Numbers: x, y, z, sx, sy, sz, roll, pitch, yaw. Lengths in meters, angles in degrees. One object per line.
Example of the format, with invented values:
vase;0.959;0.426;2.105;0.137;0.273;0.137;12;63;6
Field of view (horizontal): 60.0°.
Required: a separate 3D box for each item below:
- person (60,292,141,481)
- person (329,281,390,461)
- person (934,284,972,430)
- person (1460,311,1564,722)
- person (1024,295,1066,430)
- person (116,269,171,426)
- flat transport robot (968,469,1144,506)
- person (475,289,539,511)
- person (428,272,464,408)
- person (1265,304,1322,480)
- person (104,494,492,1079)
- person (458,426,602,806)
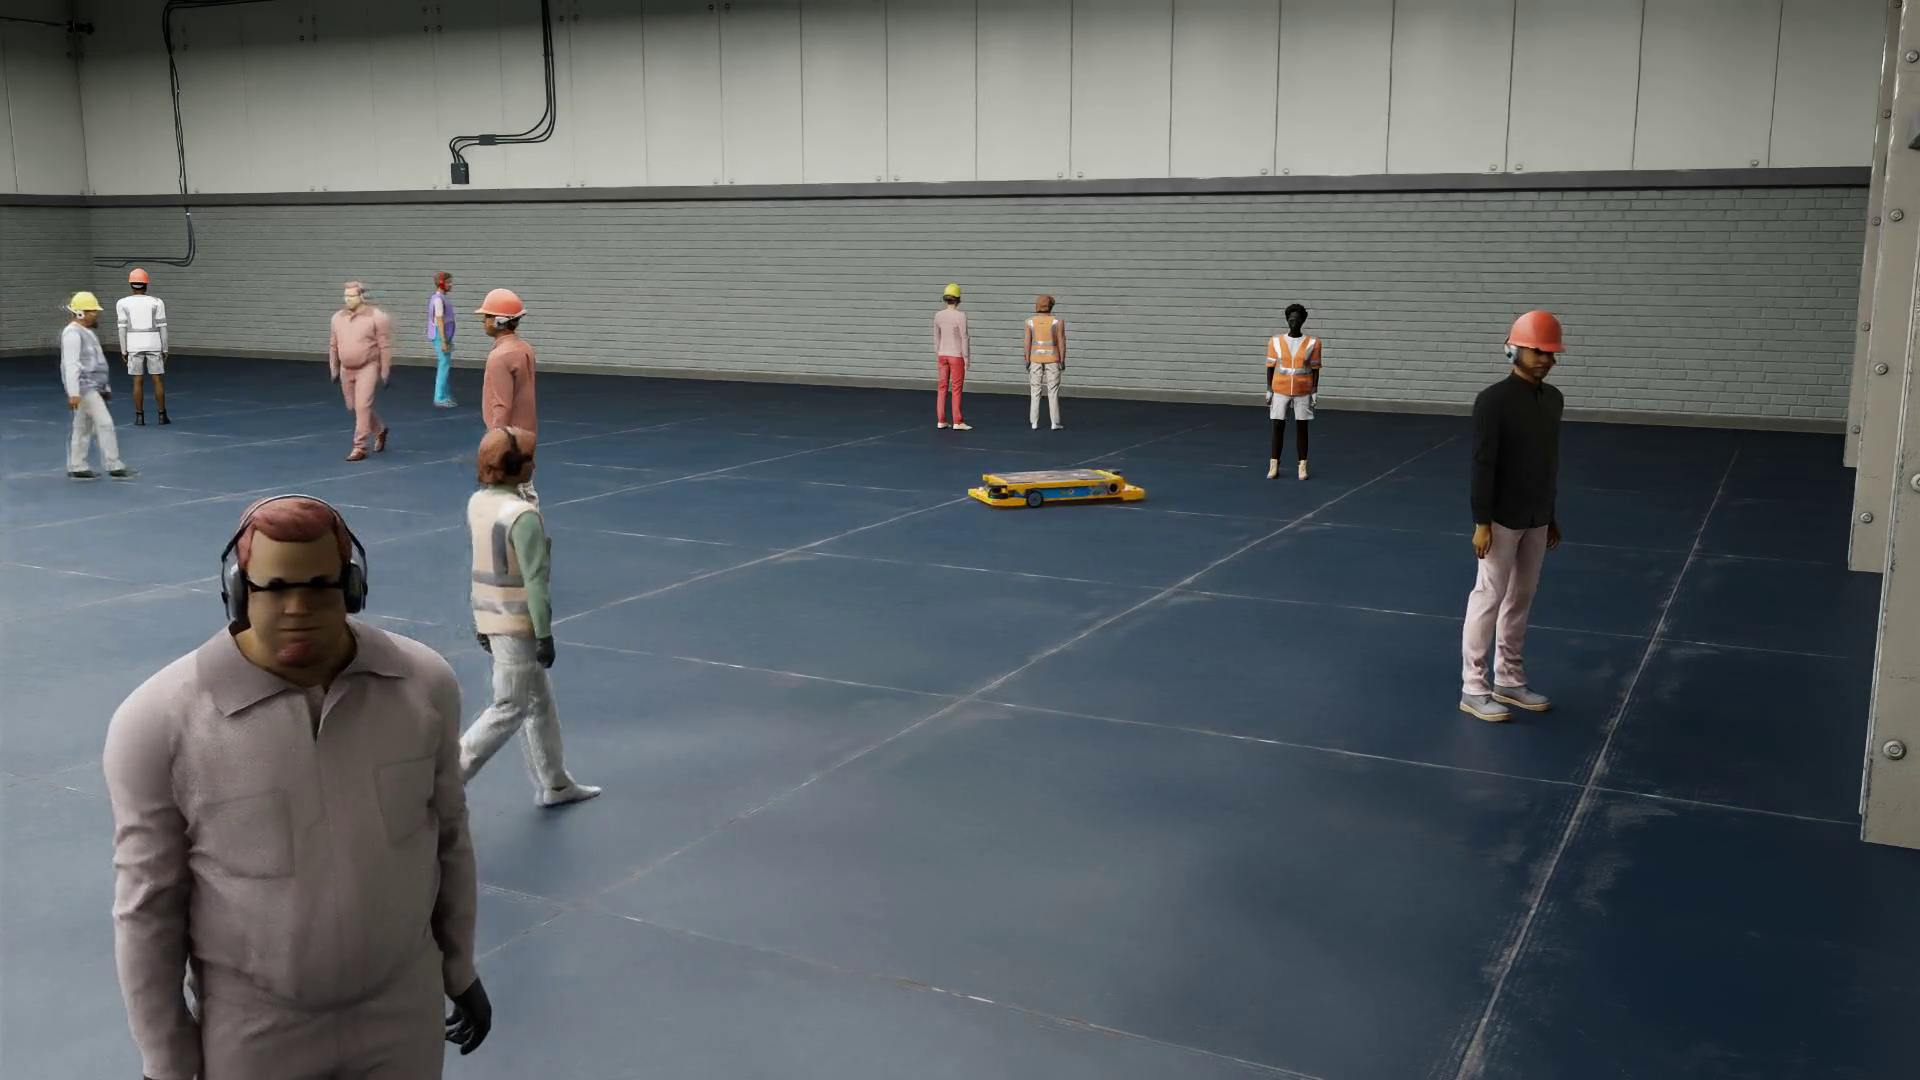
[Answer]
person;-8.206;-1.454;15.901;0.757;1.804;0.627;-3;11;-16
person;-6.348;-1.807;17.654;0.650;1.877;0.862;2;11;13
person;-0.083;-2.209;20.141;0.533;1.769;0.311;9;14;40
person;2.729;-0.118;8.117;0.618;1.990;0.394;-7;13;-34
person;1.029;-2.140;20.110;0.513;1.639;0.311;3;11;16
person;-10.121;-2.386;20.636;0.552;1.936;0.358;-5;11;-25
flat transport robot;0.850;-0.473;14.753;1.431;0.197;0.652;-3;11;-18
person;-3.022;-0.680;11.169;0.374;1.997;0.613;0;10;2
person;-7.088;-2.746;22.855;0.423;1.846;0.663;-2;11;-13
person;3.207;-1.426;16.052;0.535;1.700;0.318;2;11;13
person;-1.168;0.856;3.052;0.651;1.904;0.401;-9;14;-40
person;-1.827;0.350;6.614;0.779;1.608;0.526;-8;13;-36
